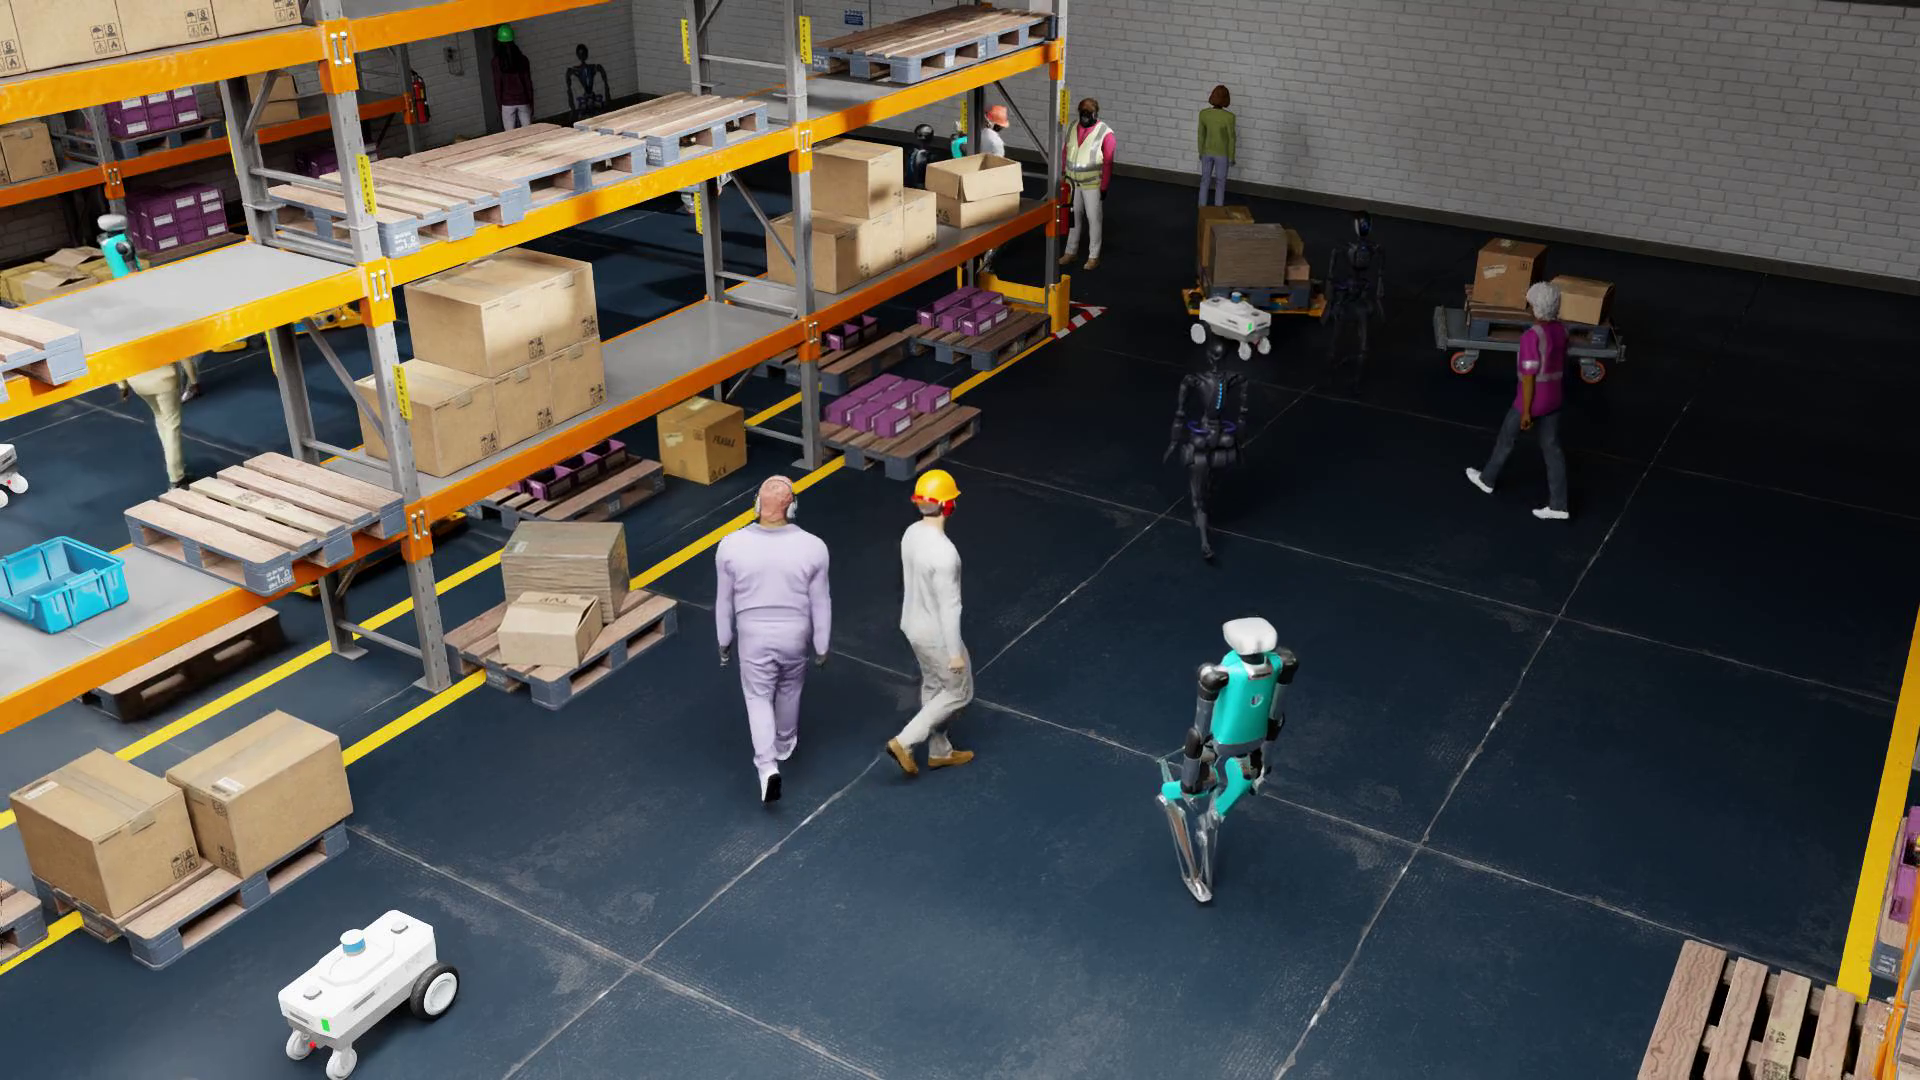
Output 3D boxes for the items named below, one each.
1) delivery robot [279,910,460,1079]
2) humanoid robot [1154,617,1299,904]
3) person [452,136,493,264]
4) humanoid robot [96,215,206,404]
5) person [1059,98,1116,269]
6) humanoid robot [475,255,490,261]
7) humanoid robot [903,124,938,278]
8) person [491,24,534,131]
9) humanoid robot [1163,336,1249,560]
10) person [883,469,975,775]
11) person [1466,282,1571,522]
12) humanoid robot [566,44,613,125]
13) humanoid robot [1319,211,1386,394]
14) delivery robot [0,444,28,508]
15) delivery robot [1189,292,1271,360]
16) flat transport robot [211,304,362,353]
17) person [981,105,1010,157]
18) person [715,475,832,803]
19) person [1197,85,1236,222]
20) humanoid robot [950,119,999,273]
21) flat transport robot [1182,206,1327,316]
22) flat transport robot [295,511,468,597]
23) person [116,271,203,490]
[{"bbox_3d":[-2.785,2.081,7.782,0.499,0.595,0.792,15,30,26],"label":"delivery robot"},{"bbox_3d":[1.260,1.134,8.440,0.552,1.869,0.750,-12,29,-22],"label":"humanoid robot"},{"bbox_3d":[-4.784,-2.954,16.214,0.641,1.901,0.926,3,27,6],"label":"person"},{"bbox_3d":[-6.979,-1.994,14.586,0.534,1.847,0.778,23,35,38],"label":"humanoid robot"},{"bbox_3d":[1.356,-3.883,18.113,0.626,1.844,0.429,17,32,30],"label":"person"},{"bbox_3d":[-3.651,-1.548,13.661,0.533,1.782,0.814,2,27,3],"label":"humanoid robot"},{"bbox_3d":[-0.439,-3.609,17.752,0.351,1.647,0.589,-23,35,-37],"label":"humanoid robot"},{"bbox_3d":[-5.725,-5.624,21.420,0.489,1.955,0.417,-10,29,-19],"label":"person"},{"bbox_3d":[1.803,-0.676,12.039,0.598,1.657,0.751,-5,27,-9],"label":"humanoid robot"},{"bbox_3d":[-0.174,0.516,9.410,0.505,1.874,0.609,-11,29,-21],"label":"person"},{"bbox_3d":[4.371,-1.064,12.615,0.531,1.781,0.993,-14,30,-25],"label":"person"},{"bbox_3d":[-4.801,-5.628,21.752,0.596,1.643,0.585,-10,28,-18],"label":"humanoid robot"},{"bbox_3d":[3.504,-2.117,14.834,0.588,1.655,0.518,-5,27,-10],"label":"humanoid robot"},{"bbox_3d":[-7.761,-0.560,12.979,0.782,0.589,0.499,2,27,4],"label":"delivery robot"},{"bbox_3d":[2.634,-2.086,15.982,0.499,0.585,0.775,-20,33,-34],"label":"delivery robot"},{"bbox_3d":[-6.749,-2.157,16.448,1.431,0.231,0.659,-19,33,-33],"label":"flat transport robot"},{"bbox_3d":[0.261,-3.969,18.428,0.599,1.707,0.598,-12,29,-23],"label":"person"},{"bbox_3d":[-1.040,0.567,9.325,0.648,1.866,0.822,-2,27,-3],"label":"person"},{"bbox_3d":[3.024,-4.539,19.630,0.497,1.633,0.283,19,33,33],"label":"person"},{"bbox_3d":[0.278,-3.553,17.614,0.775,1.811,0.543,-6,28,-12],"label":"humanoid robot"},{"bbox_3d":[3.040,-2.493,17.110,1.431,0.231,0.659,0,27,1],"label":"flat transport robot"},{"bbox_3d":[-4.397,-0.017,12.231,0.659,0.231,1.431,16,31,28],"label":"flat transport robot"},{"bbox_3d":[-6.287,-1.288,13.121,0.601,1.720,0.671,1,27,1],"label":"person"}]
